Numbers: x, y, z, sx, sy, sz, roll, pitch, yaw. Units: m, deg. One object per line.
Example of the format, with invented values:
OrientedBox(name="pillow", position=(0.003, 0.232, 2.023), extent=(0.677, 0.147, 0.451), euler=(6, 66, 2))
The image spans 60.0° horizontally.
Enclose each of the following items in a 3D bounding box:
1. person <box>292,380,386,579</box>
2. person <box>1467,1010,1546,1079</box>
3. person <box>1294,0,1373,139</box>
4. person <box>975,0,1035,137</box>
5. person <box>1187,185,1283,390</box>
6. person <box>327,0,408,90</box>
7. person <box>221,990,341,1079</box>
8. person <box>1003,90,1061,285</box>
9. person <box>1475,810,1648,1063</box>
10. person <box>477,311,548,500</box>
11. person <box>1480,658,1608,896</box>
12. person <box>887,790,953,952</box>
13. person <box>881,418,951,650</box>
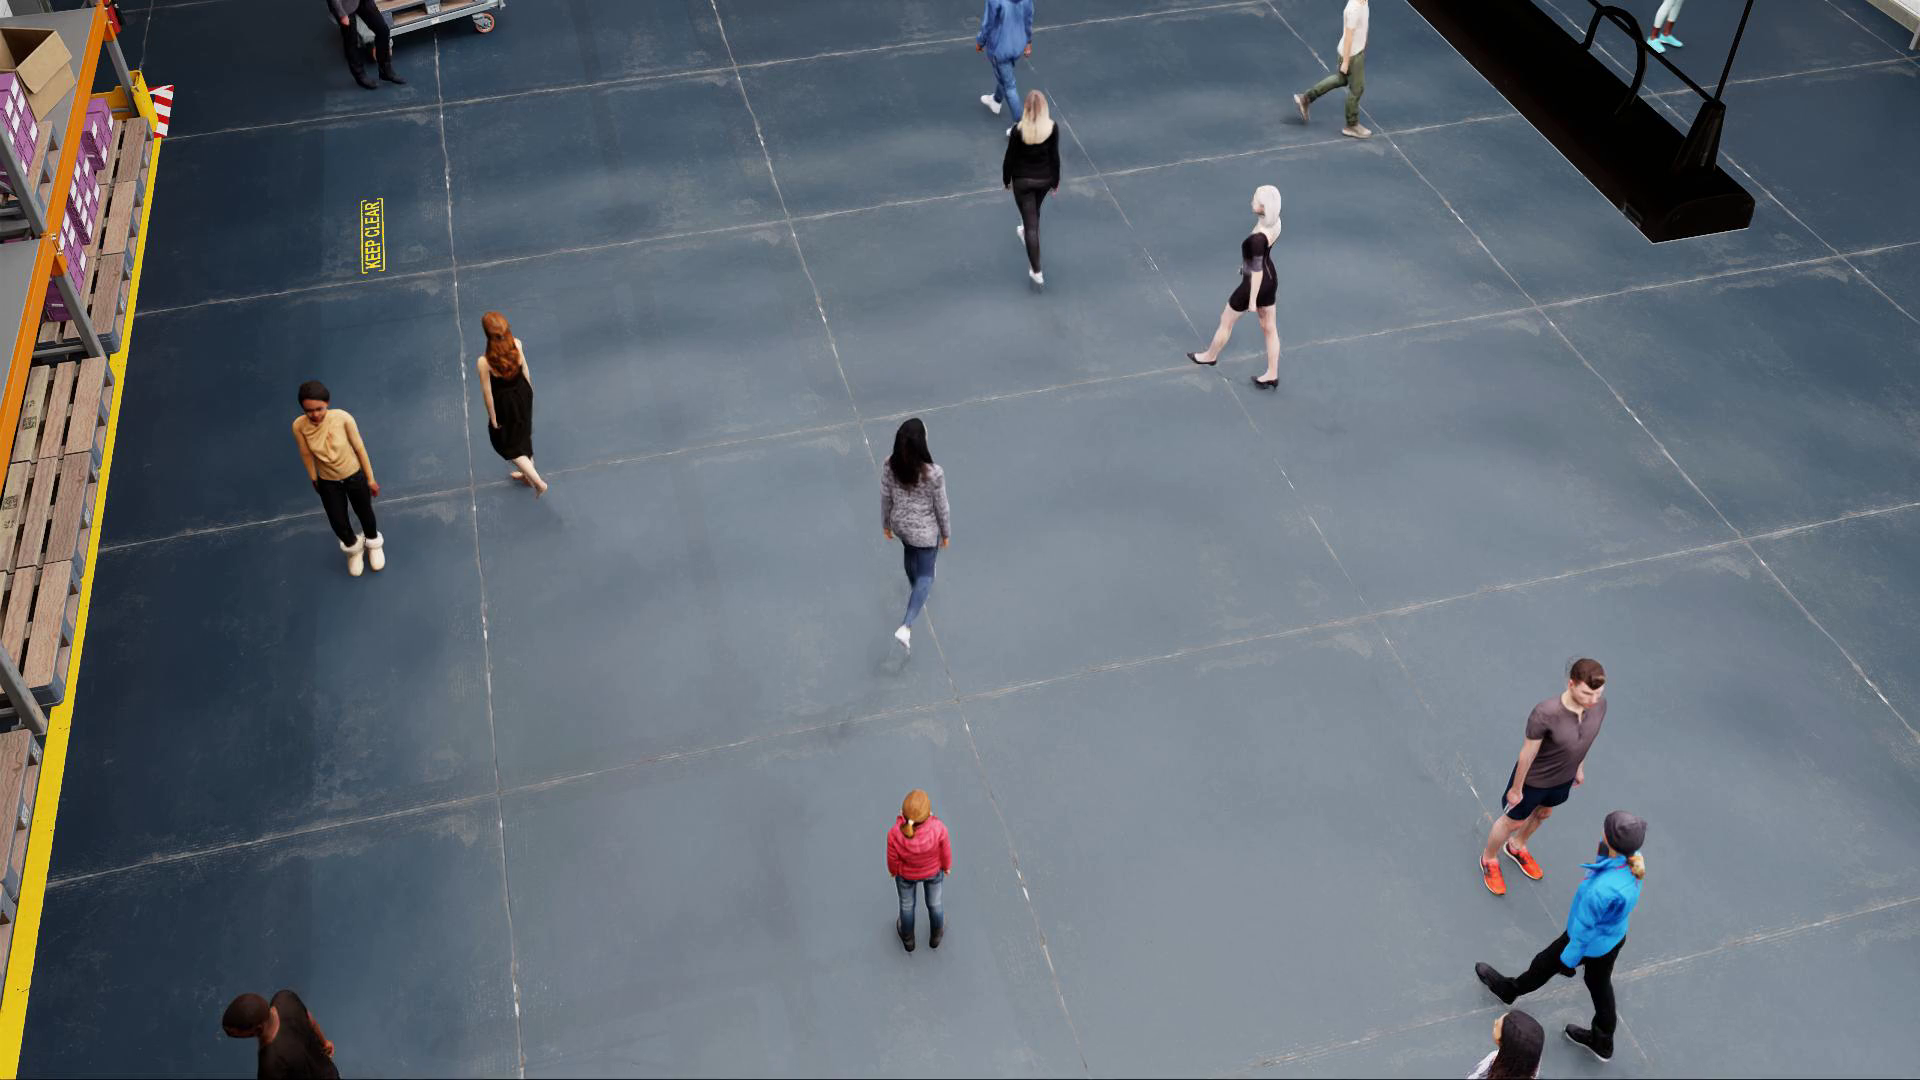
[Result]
OrientedBox(name="person", position=(-4.262, -0.479, 11.479), extent=(0.601, 1.644, 0.603), euler=(-12, 45, -13))
OrientedBox(name="person", position=(2.564, 2.831, 7.949), extent=(0.711, 1.720, 0.740), euler=(-31, 51, -28))
OrientedBox(name="person", position=(3.648, -4.652, 15.866), extent=(0.989, 1.635, 1.050), euler=(13, 45, 13))
OrientedBox(name="person", position=(0.487, -4.657, 15.773), extent=(0.970, 1.770, 1.234), euler=(-27, 50, -26))
OrientedBox(name="person", position=(2.391, -1.909, 12.870), extent=(1.096, 1.798, 1.004), euler=(26, 49, 25))
OrientedBox(name="person", position=(-6.094, -5.350, 16.460), extent=(1.001, 1.826, 0.933), euler=(18, 46, 18))
OrientedBox(name="person", position=(-3.082, 2.689, 8.064), extent=(0.827, 1.769, 0.855), euler=(-1, 44, -1))
OrientedBox(name="person", position=(0.624, -2.952, 14.080), extent=(0.672, 1.637, 1.145), euler=(-7, 44, -7))
OrientedBox(name="person", position=(3.371, 2.125, 8.663), extent=(1.002, 1.758, 1.186), euler=(-34, 53, -30))
OrientedBox(name="person", position=(-3.189, -0.938, 11.986), extent=(0.909, 1.608, 0.802), euler=(32, 52, 29))
OrientedBox(name="person", position=(3.328, 1.316, 9.444), extent=(0.680, 1.852, 0.573), euler=(-16, 46, -16))
OrientedBox(name="person", position=(-0.225, 1.846, 9.275), extent=(0.542, 1.318, 0.543), euler=(-4, 44, -4))
OrientedBox(name="person", position=(-0.330, -0.037, 10.968), extent=(1.023, 1.710, 1.167), euler=(15, 46, 15))
